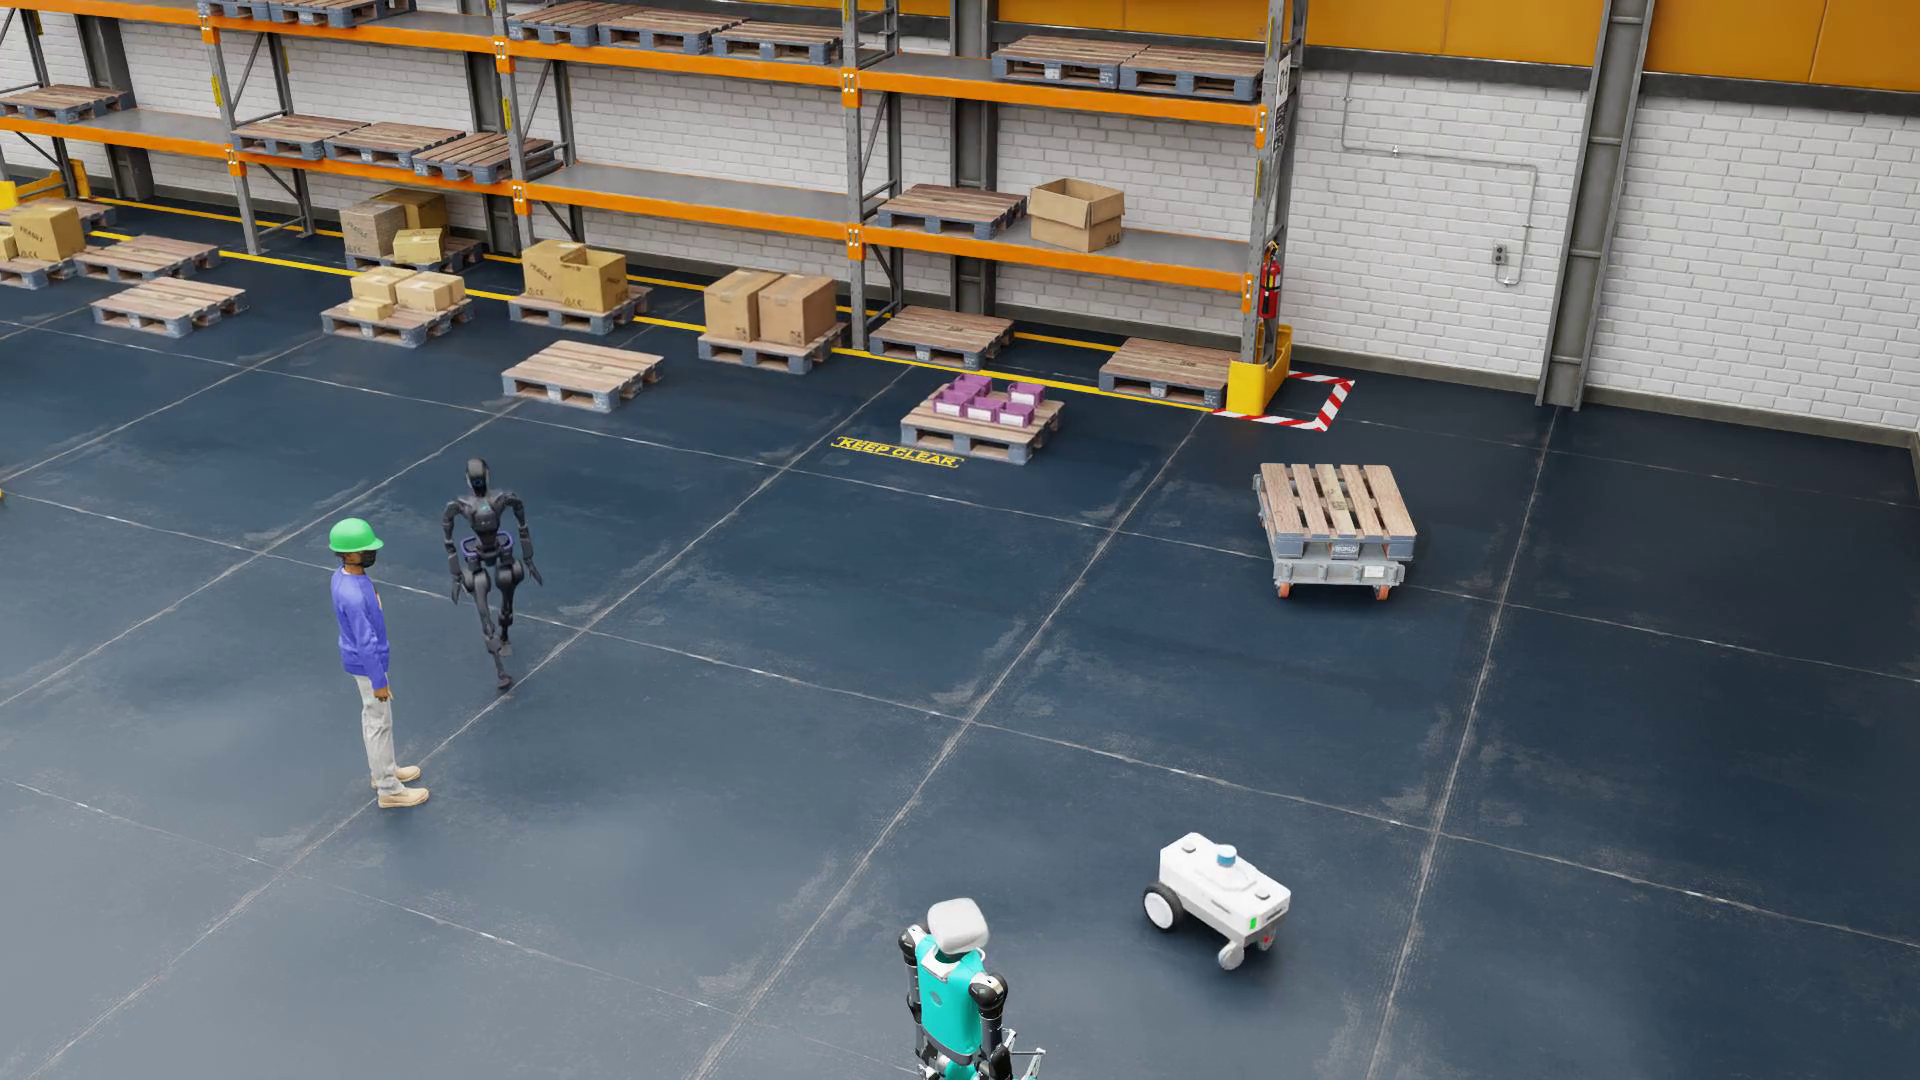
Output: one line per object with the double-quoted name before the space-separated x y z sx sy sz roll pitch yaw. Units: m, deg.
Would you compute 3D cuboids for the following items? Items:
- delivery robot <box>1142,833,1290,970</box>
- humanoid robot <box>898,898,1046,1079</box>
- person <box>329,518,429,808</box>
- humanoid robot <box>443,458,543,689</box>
"delivery robot" 1.400 1.889 8.930 0.499 0.570 0.742 -22 34 -36
"humanoid robot" 0.137 2.134 7.047 0.533 1.677 0.735 24 36 38
"person" -3.454 0.721 9.788 0.336 1.871 0.468 -12 30 -22
"humanoid robot" -3.123 0.169 11.123 0.601 1.619 0.794 -11 29 -21
